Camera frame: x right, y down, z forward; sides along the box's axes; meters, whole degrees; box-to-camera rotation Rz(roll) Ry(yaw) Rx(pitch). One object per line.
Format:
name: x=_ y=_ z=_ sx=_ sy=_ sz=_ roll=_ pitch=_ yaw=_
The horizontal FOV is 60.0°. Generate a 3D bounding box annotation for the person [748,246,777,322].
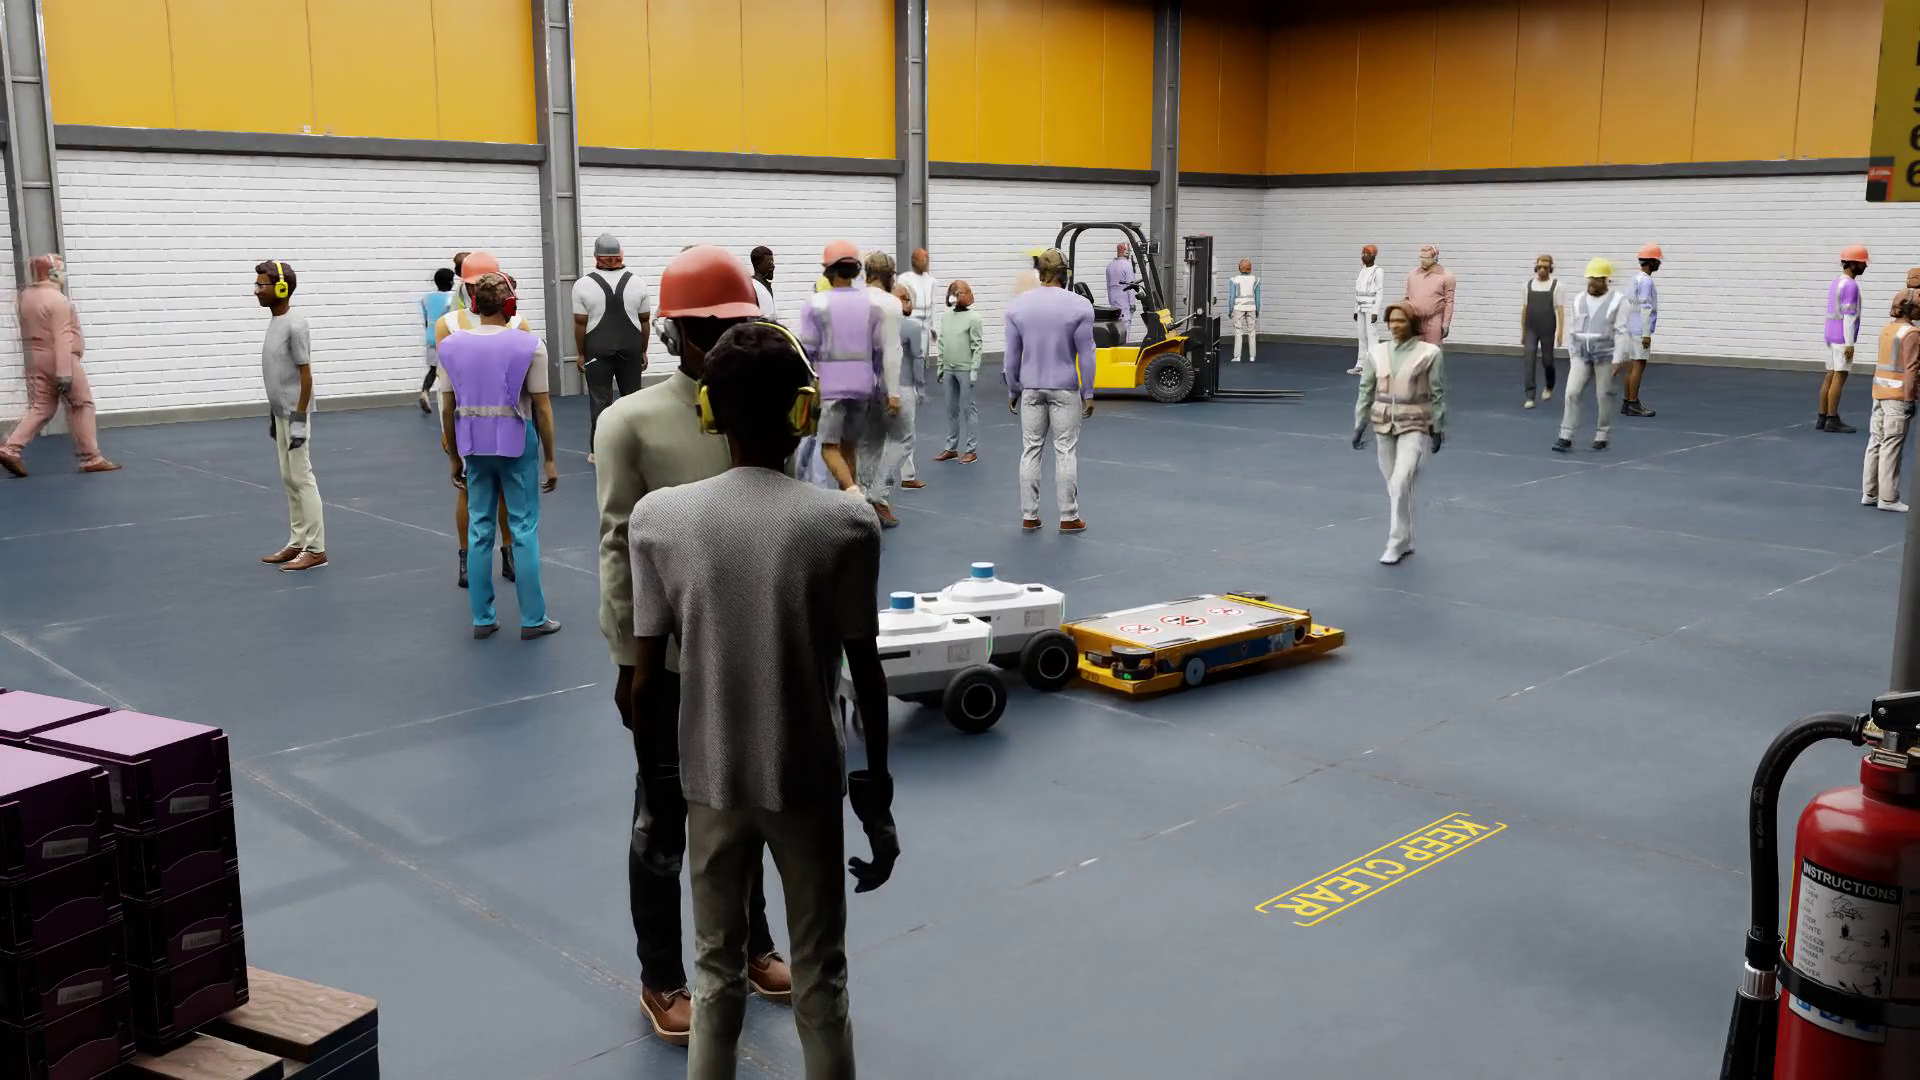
person: x=-1.906 y=-1.833 z=15.882 sx=0.385 sy=1.916 sz=0.596 roll=1 pitch=10 yaw=7

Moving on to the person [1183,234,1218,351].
person: x=4.183 y=-4.290 z=28.959 sx=0.605 sy=2.034 sz=0.392 roll=3 pitch=11 yaw=18

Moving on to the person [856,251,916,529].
person: x=-0.568 y=-1.019 z=11.437 sx=0.439 sy=1.914 sz=0.653 roll=-8 pitch=13 yaw=-36

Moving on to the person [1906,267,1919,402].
person: x=11.554 y=-2.478 z=20.166 sx=0.281 sy=1.634 sz=0.498 roll=9 pitch=14 yaw=40

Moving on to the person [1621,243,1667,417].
person: x=7.675 y=-2.352 z=18.655 sx=0.366 sy=1.934 sz=0.553 roll=2 pitch=11 yaw=10

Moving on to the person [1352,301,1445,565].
person: x=2.671 y=-0.659 z=10.279 sx=0.535 sy=1.609 sz=0.690 roll=9 pitch=14 yaw=40

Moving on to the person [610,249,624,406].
person: x=-3.647 y=-2.158 z=17.595 sx=0.550 sy=1.935 sz=0.375 roll=-3 pitch=11 yaw=-16

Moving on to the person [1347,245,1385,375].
person: x=5.899 y=-3.326 z=24.110 sx=0.355 sy=1.884 sz=0.576 roll=-4 pitch=11 yaw=-20

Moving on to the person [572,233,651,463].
person: x=-3.109 y=-1.699 z=14.809 sx=0.682 sy=2.000 sz=0.537 roll=-4 pitch=11 yaw=-22

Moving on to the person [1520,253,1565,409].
person: x=6.884 y=-2.473 z=19.663 sx=0.510 sy=1.822 sz=0.767 roll=6 pitch=12 yaw=30

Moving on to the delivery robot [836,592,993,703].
delivery robot: x=-0.236 y=0.457 z=6.850 sx=0.707 sy=0.478 sz=0.477 roll=-4 pitch=11 yaw=-23

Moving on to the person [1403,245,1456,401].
person: x=5.730 y=-2.666 z=20.468 sx=0.636 sy=1.902 sz=0.406 roll=9 pitch=13 yaw=39

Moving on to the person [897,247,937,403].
person: x=-0.533 y=-2.613 z=20.253 sx=0.582 sy=1.885 sz=0.365 roll=-10 pitch=14 yaw=-43

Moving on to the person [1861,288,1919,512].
person: x=6.897 y=-1.030 z=12.262 sx=0.315 sy=1.637 sz=0.514 roll=1 pitch=10 yaw=5

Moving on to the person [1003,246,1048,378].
person: x=0.930 y=-2.876 z=21.652 sx=0.593 sy=1.895 sz=0.593 roll=-5 pitch=12 yaw=-28

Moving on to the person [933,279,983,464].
person: x=-0.013 y=-1.502 z=14.836 sx=0.499 sy=1.636 sz=0.286 roll=10 pitch=14 yaw=42

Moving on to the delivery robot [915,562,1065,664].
delivery robot: x=0.100 y=0.345 z=7.464 sx=0.707 sy=0.478 sz=0.477 roll=-5 pitch=11 yaw=-23

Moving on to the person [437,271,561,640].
person: x=-2.295 y=-0.408 z=8.301 sx=0.569 sy=1.845 sz=0.384 roll=1 pitch=10 yaw=6

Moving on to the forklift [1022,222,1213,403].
forklift: x=1.935 y=-2.847 z=20.651 sx=2.313 sy=2.155 sz=1.214 roll=2 pitch=11 yaw=13

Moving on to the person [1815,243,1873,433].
person: x=9.118 y=-2.073 z=17.130 sx=0.373 sy=1.934 sz=0.551 roll=2 pitch=11 yaw=11

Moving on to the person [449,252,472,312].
person: x=-5.450 y=-2.271 z=18.475 sx=0.429 sy=1.843 sz=0.627 roll=-2 pitch=11 yaw=-11

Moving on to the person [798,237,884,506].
person: x=-0.758 y=-1.005 z=11.099 sx=0.616 sy=2.018 sz=0.830 roll=-5 pitch=12 yaw=-26

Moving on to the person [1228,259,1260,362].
person: x=4.532 y=-3.649 z=26.533 sx=0.514 sy=1.641 sz=0.313 roll=-1 pitch=10 yaw=-7

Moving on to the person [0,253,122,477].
person: x=-7.663 y=-1.464 z=13.991 sx=0.651 sy=1.879 sz=0.892 roll=8 pitch=13 yaw=36

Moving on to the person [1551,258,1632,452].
person: x=5.848 y=-1.690 z=15.420 sx=0.597 sy=1.804 sz=0.790 roll=10 pitch=14 yaw=43

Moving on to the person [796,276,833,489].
person: x=-1.087 y=-1.153 z=12.714 sx=0.503 sy=1.723 sz=0.734 roll=0 pitch=10 yaw=0

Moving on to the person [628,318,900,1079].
person: x=-0.383 y=0.507 z=3.259 sx=0.535 sy=1.864 sz=0.309 roll=1 pitch=10 yaw=4

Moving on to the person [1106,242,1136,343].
person: x=2.657 y=-3.878 z=27.061 sx=0.407 sy=1.908 sz=0.641 roll=-7 pitch=12 yaw=-33

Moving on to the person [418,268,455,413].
person: x=-5.909 y=-2.269 z=18.959 sx=0.540 sy=1.658 sz=0.757 roll=3 pitch=11 yaw=16

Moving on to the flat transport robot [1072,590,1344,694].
flat transport robot: x=1.103 y=0.460 z=7.866 sx=1.431 sy=0.197 sz=0.652 roll=-8 pitch=13 yaw=-38

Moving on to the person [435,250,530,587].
person: x=-2.724 y=-0.695 z=9.612 sx=0.549 sy=1.936 sz=0.376 roll=-5 pitch=12 yaw=-27

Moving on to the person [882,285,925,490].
person: x=-0.507 y=-1.215 z=13.281 sx=0.504 sy=1.631 sz=0.279 roll=6 pitch=12 yaw=28

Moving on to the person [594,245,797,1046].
person: x=-0.633 y=0.259 z=4.253 sx=0.378 sy=1.995 sz=0.609 roll=10 pitch=14 yaw=44

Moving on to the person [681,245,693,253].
person: x=-3.200 y=-2.682 z=20.554 sx=0.536 sy=1.898 sz=0.656 roll=-5 pitch=12 yaw=-26

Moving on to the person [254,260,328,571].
person: x=-4.081 y=-0.742 z=10.086 sx=0.326 sy=1.862 sz=0.518 roll=-8 pitch=13 yaw=-38

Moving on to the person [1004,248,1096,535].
person: x=0.613 y=-1.002 z=11.290 sx=0.634 sy=1.935 sz=0.350 roll=4 pitch=11 yaw=19
